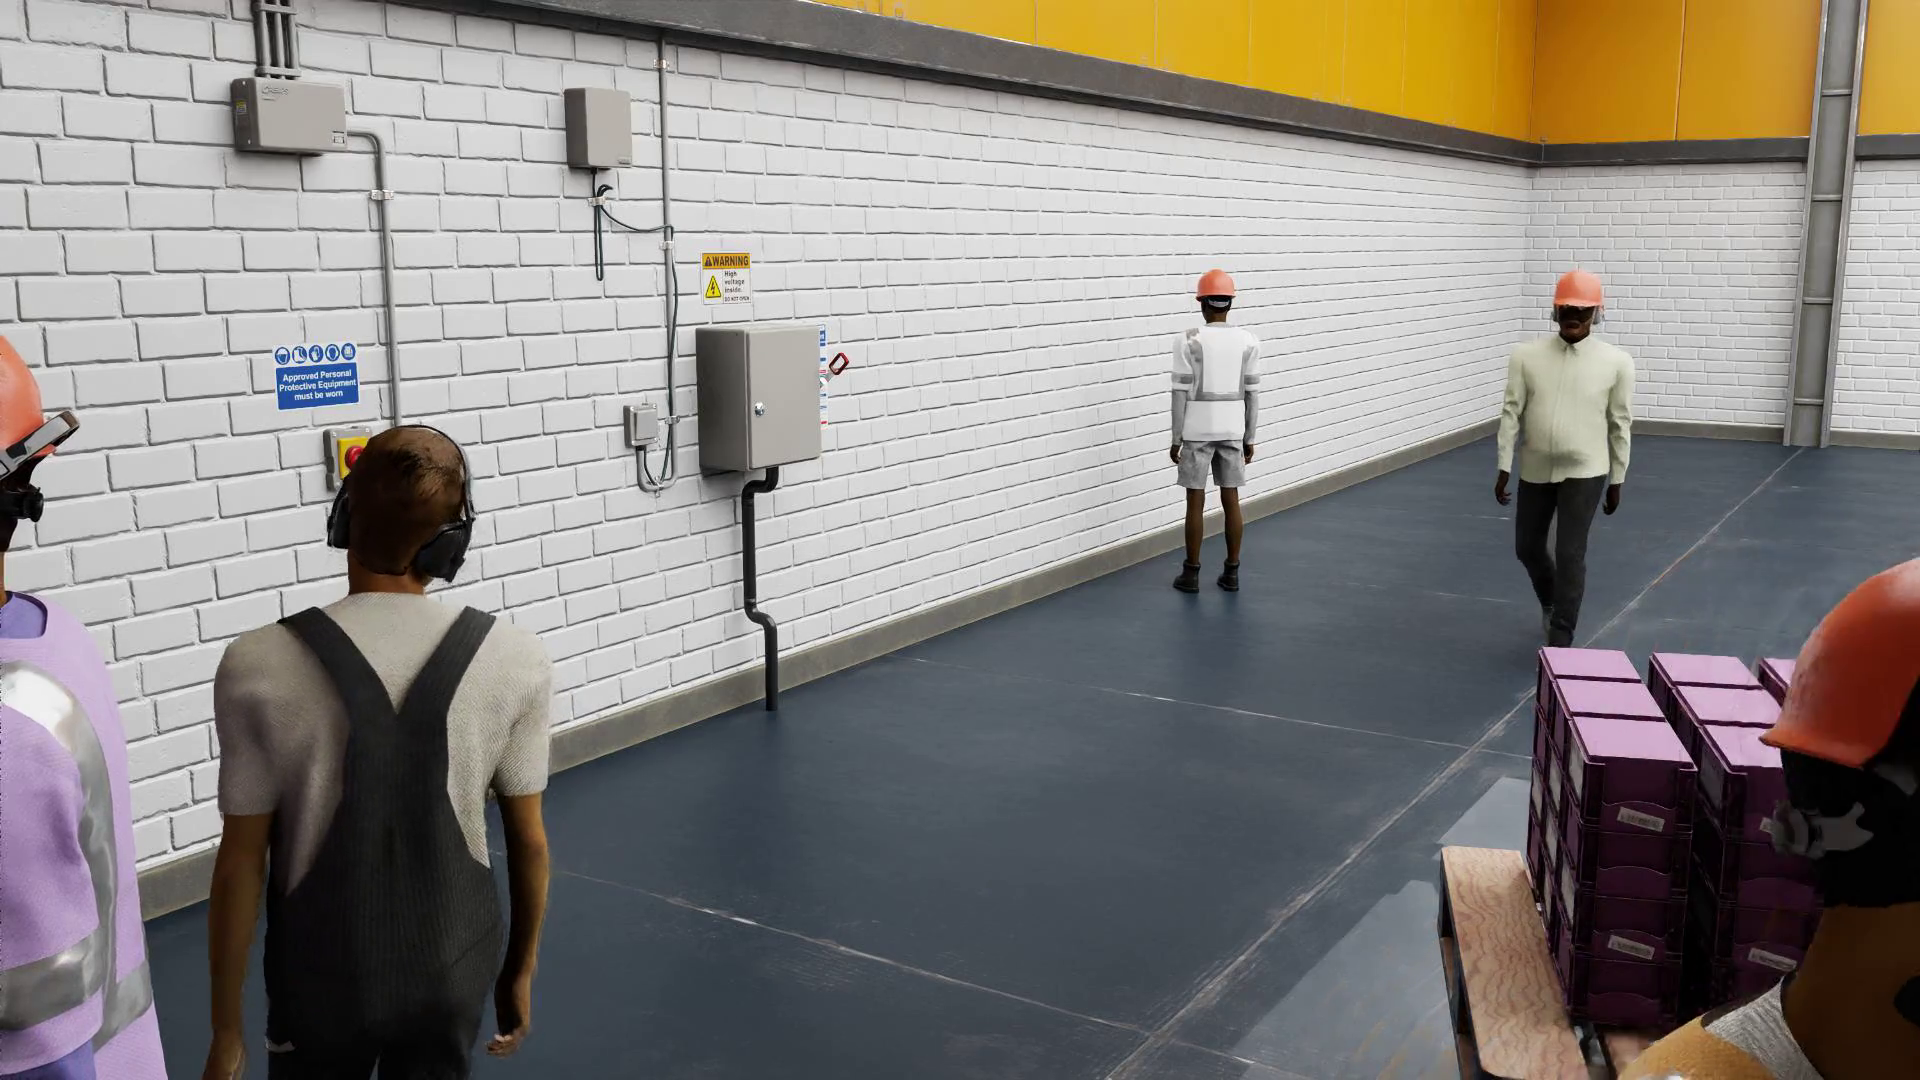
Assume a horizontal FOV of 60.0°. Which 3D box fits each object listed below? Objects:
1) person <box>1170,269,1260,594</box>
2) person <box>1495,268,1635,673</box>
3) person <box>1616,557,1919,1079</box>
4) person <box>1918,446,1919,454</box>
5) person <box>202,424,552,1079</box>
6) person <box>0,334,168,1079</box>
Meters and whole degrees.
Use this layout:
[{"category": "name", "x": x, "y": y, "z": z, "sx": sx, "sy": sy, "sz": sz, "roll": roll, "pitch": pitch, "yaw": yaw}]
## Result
[{"category": "person", "x": 1.505, "y": -0.643, "z": 9.950, "sx": 0.540, "sy": 1.929, "sz": 0.380, "roll": -2, "pitch": 10, "yaw": -12}, {"category": "person", "x": 3.011, "y": -0.363, "z": 8.282, "sx": 0.617, "sy": 1.973, "sz": 0.835, "roll": 7, "pitch": 12, "yaw": 32}, {"category": "person", "x": 0.631, "y": 0.974, "z": 1.071, "sx": 0.622, "sy": 1.912, "sz": 0.647, "roll": -5, "pitch": 11, "yaw": -25}, {"category": "person", "x": 6.383, "y": -0.640, "z": 10.571, "sx": 0.542, "sy": 1.694, "sz": 0.316, "roll": 1, "pitch": 10, "yaw": 3}, {"category": "person", "x": -0.939, "y": 0.719, "z": 2.712, "sx": 0.566, "sy": 1.809, "sz": 0.403, "roll": -5, "pitch": 11, "yaw": -26}, {"category": "person", "x": -1.107, "y": 0.748, "z": 1.910, "sx": 0.378, "sy": 2.045, "sz": 0.605, "roll": -5, "pitch": 11, "yaw": -27}]
